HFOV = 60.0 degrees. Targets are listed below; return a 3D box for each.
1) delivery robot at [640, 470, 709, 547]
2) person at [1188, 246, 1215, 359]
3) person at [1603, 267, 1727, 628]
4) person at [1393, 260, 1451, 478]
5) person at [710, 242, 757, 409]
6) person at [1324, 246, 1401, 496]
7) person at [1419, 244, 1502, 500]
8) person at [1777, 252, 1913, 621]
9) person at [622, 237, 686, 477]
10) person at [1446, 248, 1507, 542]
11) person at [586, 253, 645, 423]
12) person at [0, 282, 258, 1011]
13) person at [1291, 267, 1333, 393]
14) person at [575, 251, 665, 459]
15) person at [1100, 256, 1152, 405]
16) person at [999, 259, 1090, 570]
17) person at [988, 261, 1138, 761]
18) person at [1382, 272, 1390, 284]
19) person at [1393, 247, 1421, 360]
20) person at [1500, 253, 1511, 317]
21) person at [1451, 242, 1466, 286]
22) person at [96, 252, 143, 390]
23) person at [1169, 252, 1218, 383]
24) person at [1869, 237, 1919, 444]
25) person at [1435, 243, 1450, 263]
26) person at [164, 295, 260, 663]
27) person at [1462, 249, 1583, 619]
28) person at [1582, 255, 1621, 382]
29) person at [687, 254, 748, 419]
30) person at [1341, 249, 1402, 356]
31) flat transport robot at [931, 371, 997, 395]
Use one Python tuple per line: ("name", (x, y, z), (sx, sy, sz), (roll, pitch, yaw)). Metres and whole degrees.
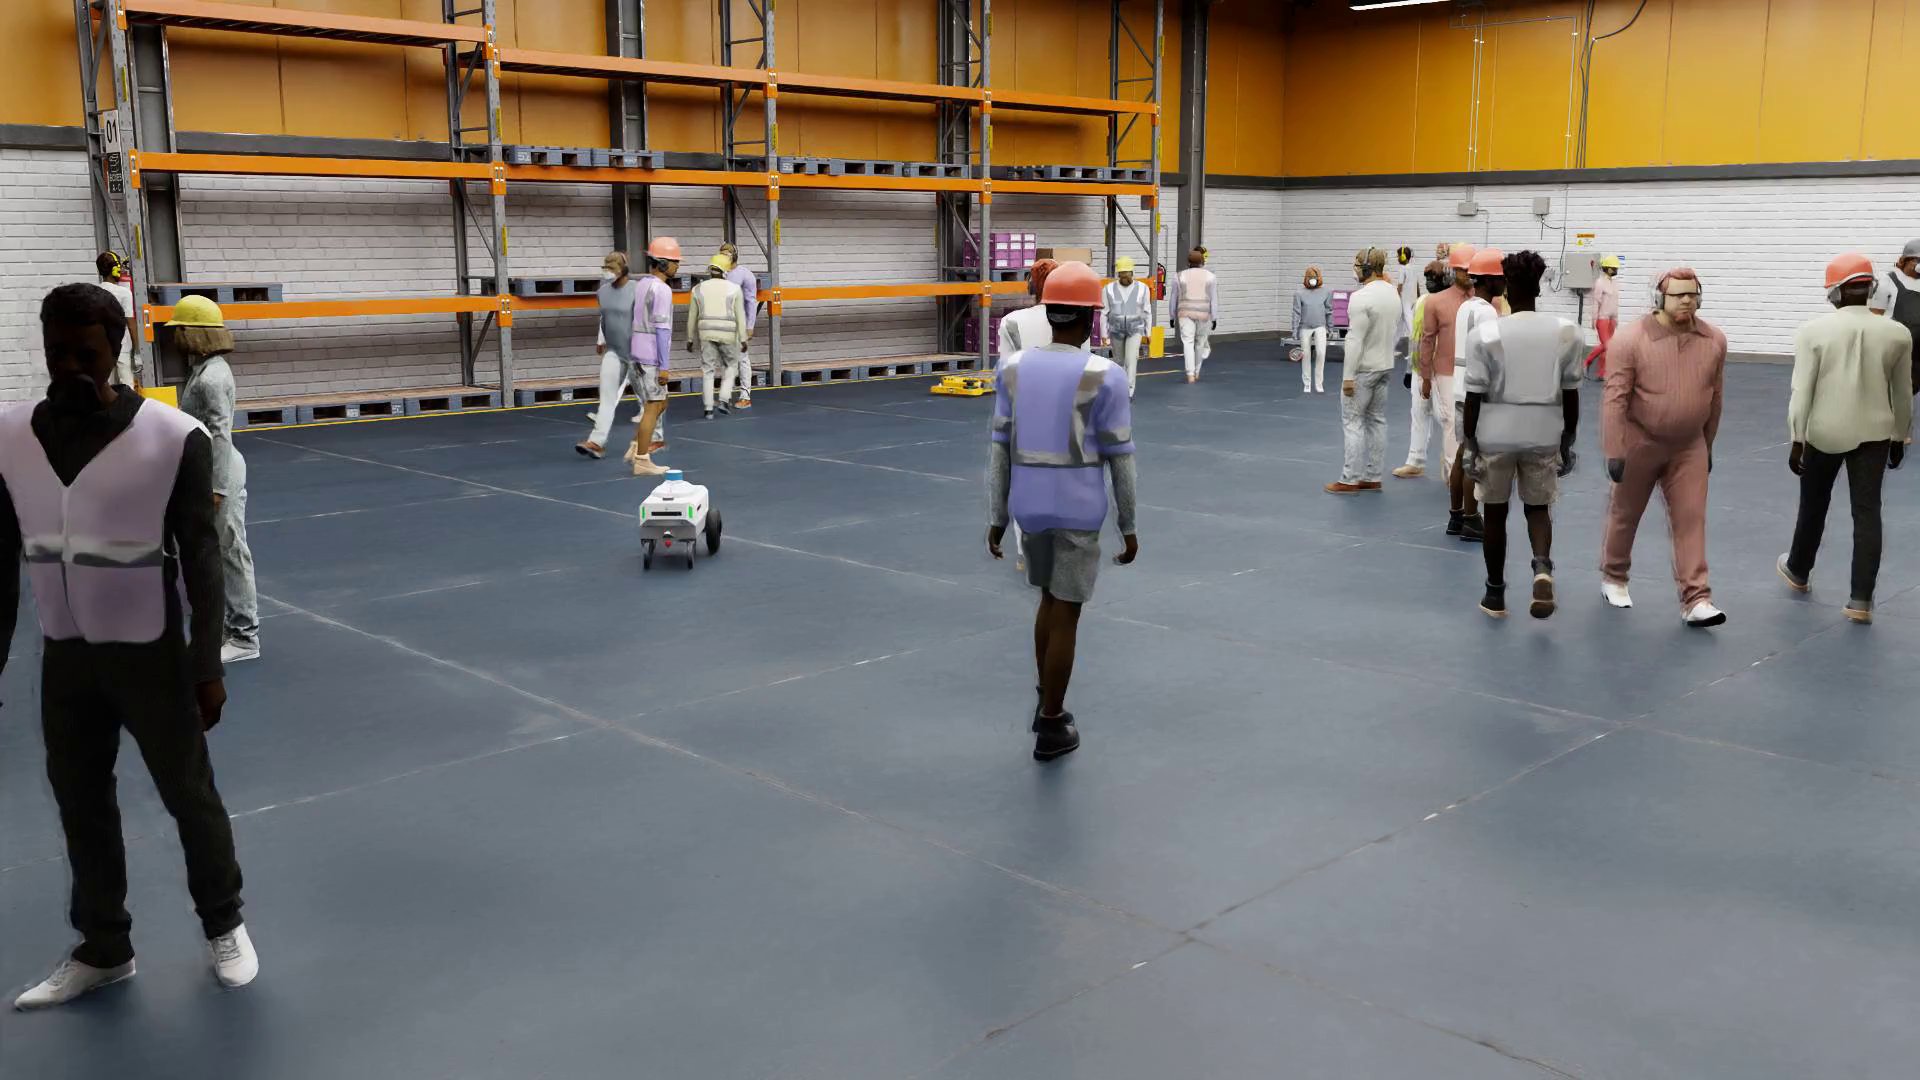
("delivery robot", (-1.781, -0.193, 10.394), (0.477, 0.478, 0.707), (0, 10, -1))
("person", (3.870, -3.844, 27.028), (0.420, 1.854, 0.525), (-9, 14, -40))
("person", (3.699, -0.492, 8.743), (0.667, 1.847, 1.004), (0, 10, 0))
("person", (3.993, -1.418, 13.873), (0.684, 1.824, 0.654), (-5, 12, -26))
("person", (-2.676, -2.510, 19.509), (0.637, 1.938, 0.357), (5, 12, 28))
("person", (3.160, -1.310, 12.981), (0.419, 1.937, 0.636), (10, 14, 44))
("person", (3.908, -1.333, 13.048), (0.622, 1.968, 0.915), (-1, 10, -3))
("person", (4.815, -0.583, 9.040), (0.657, 1.922, 1.075), (2, 11, 11))
("person", (-2.564, -1.533, 14.015), (0.542, 2.014, 0.645), (-5, 12, -26))
("person", (3.456, -0.955, 11.035), (0.354, 1.939, 0.545), (0, 10, -2))
("person", (-3.632, -2.128, 17.720), (0.612, 1.829, 0.980), (9, 14, 41))
("person", (-2.233, 0.283, 4.399), (0.731, 1.901, 0.463), (1, 10, 7))
("person", (4.513, -2.677, 21.288), (0.538, 1.608, 0.625), (2, 11, 9))
("person", (-3.070, -1.675, 15.130), (0.641, 1.870, 1.069), (6, 12, 31))
("person", (2.013, -2.548, 20.161), (0.614, 1.792, 0.907), (2, 11, 9))
("person", (0.522, -0.743, 10.029), (0.573, 1.883, 0.356), (3, 11, 16))
("person", (0.438, -0.116, 6.498), (0.580, 1.917, 0.607), (6, 12, 31))
("person", (7.226, -4.019, 28.416), (0.491, 1.681, 0.567), (10, 14, 42))
("person", (7.208, -3.856, 27.180), (0.949, 1.815, 0.547), (9, 14, 41))
("person", (6.064, -2.348, 18.947), (0.620, 1.819, 0.817), (-3, 11, -14))
("person", (8.113, -3.888, 27.121), (0.425, 1.909, 0.591), (8, 13, 37))
("person", (-7.876, -1.740, 15.501), (0.523, 1.870, 0.317), (2, 11, 9))
("person", (3.235, -3.106, 23.160), (0.652, 1.789, 0.947), (0, 10, 2))
("person", (9.277, -1.989, 16.391), (0.689, 2.000, 0.846), (0, 10, -1))
("person", (8.286, -4.120, 28.452), (0.578, 1.878, 0.737), (10, 14, 42))
("person", (-3.556, -0.285, 7.908), (0.302, 1.745, 0.483), (-5, 11, -24))
("person", (2.909, -0.525, 8.641), (0.623, 1.953, 0.637), (1, 10, 5))
("person", (8.875, -3.036, 22.891), (0.526, 1.757, 0.404), (-10, 14, -42))
("person", (-2.703, -2.256, 18.477), (0.716, 1.802, 0.515), (1, 10, 3))
("person", (6.931, -3.985, 27.992), (0.996, 1.795, 0.521), (3, 11, 14))
("flat transport robot", (0.310, -2.031, 21.451), (0.652, 0.197, 1.431), (7, 13, 35))
